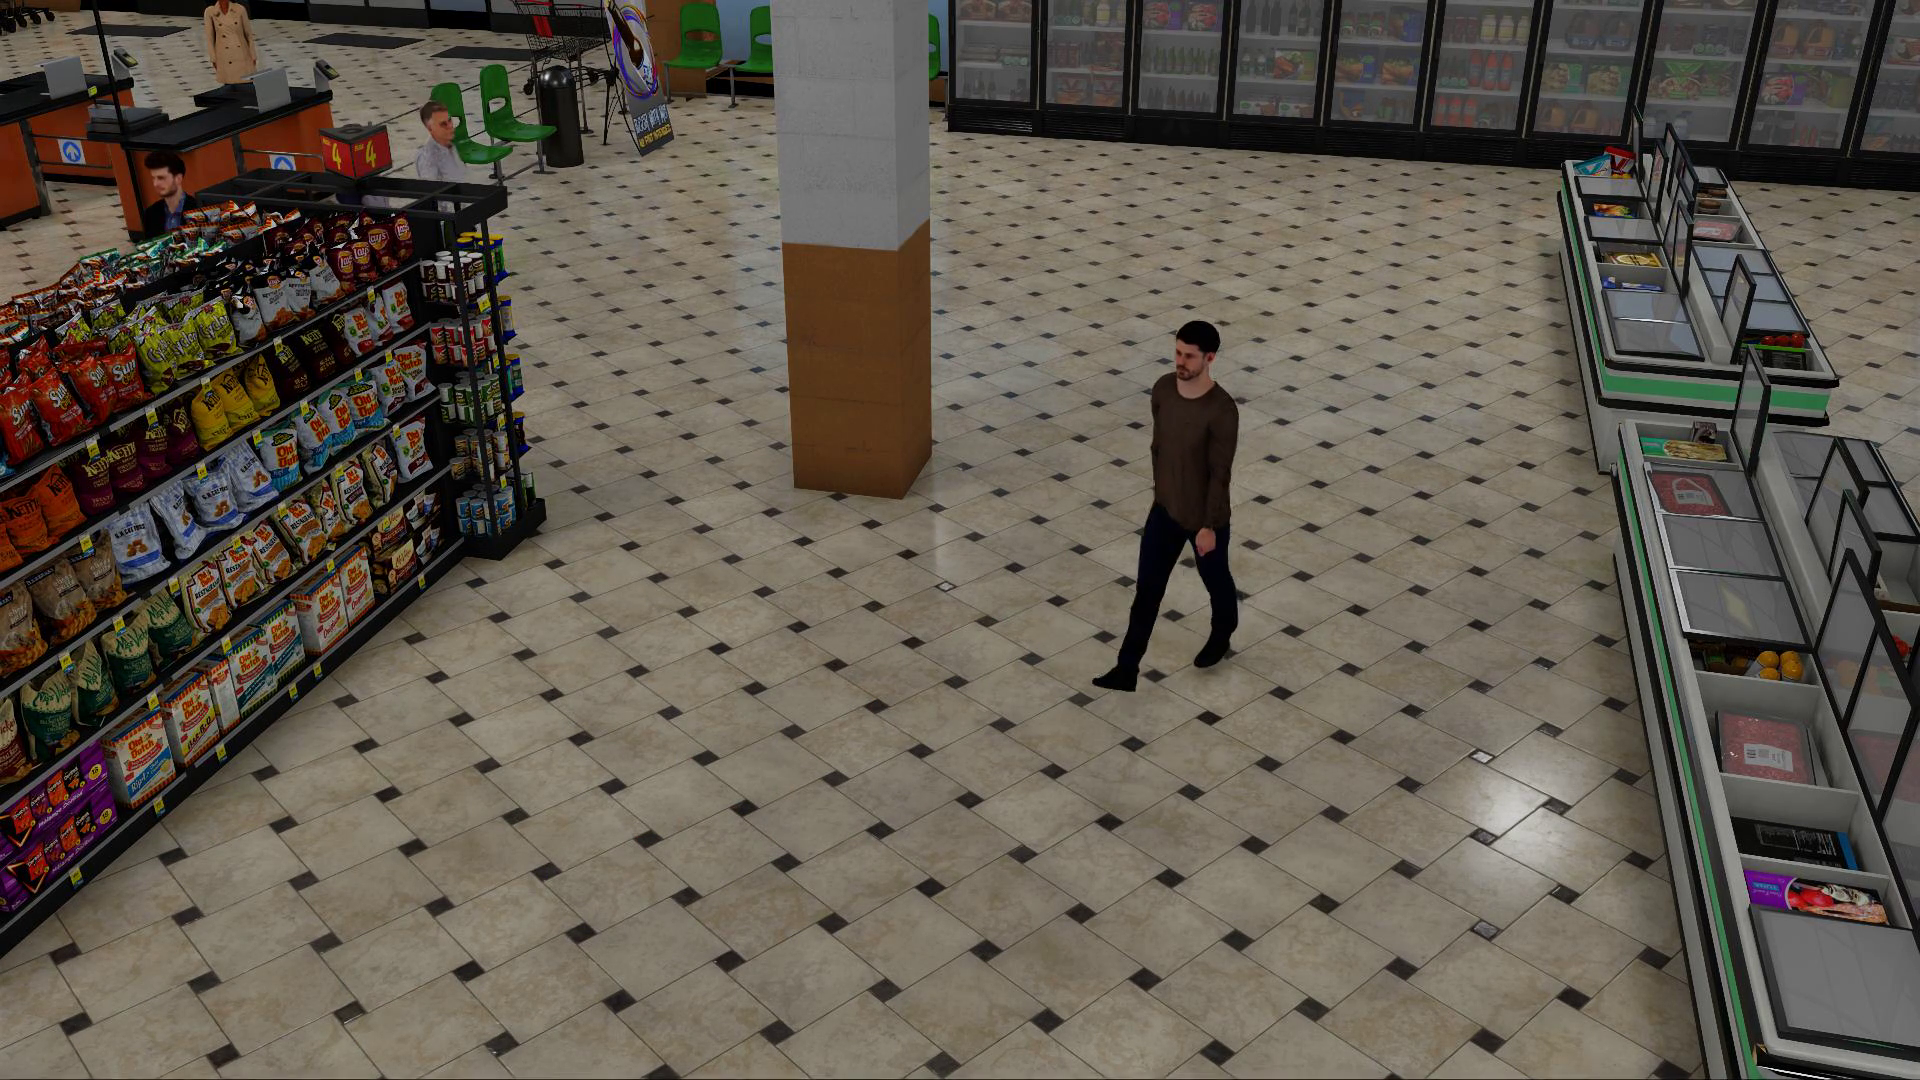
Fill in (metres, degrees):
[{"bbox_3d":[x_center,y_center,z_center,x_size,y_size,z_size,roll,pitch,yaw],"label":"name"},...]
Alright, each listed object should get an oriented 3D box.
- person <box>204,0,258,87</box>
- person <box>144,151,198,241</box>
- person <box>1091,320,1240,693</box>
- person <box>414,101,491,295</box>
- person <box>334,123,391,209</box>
[{"bbox_3d":[-7.874,-5.223,18.036,0.708,1.682,0.734,-11,29,-20],"label":"person"},{"bbox_3d":[-4.805,-1.552,10.621,0.723,1.840,1.206,6,28,12],"label":"person"},{"bbox_3d":[1.148,-0.155,7.879,1.011,1.829,1.249,23,35,37],"label":"person"},{"bbox_3d":[-3.794,-2.298,12.146,0.797,1.792,1.026,3,27,6],"label":"person"},{"bbox_3d":[-4.054,-1.936,11.391,0.811,1.829,0.615,-1,27,-1],"label":"person"}]
